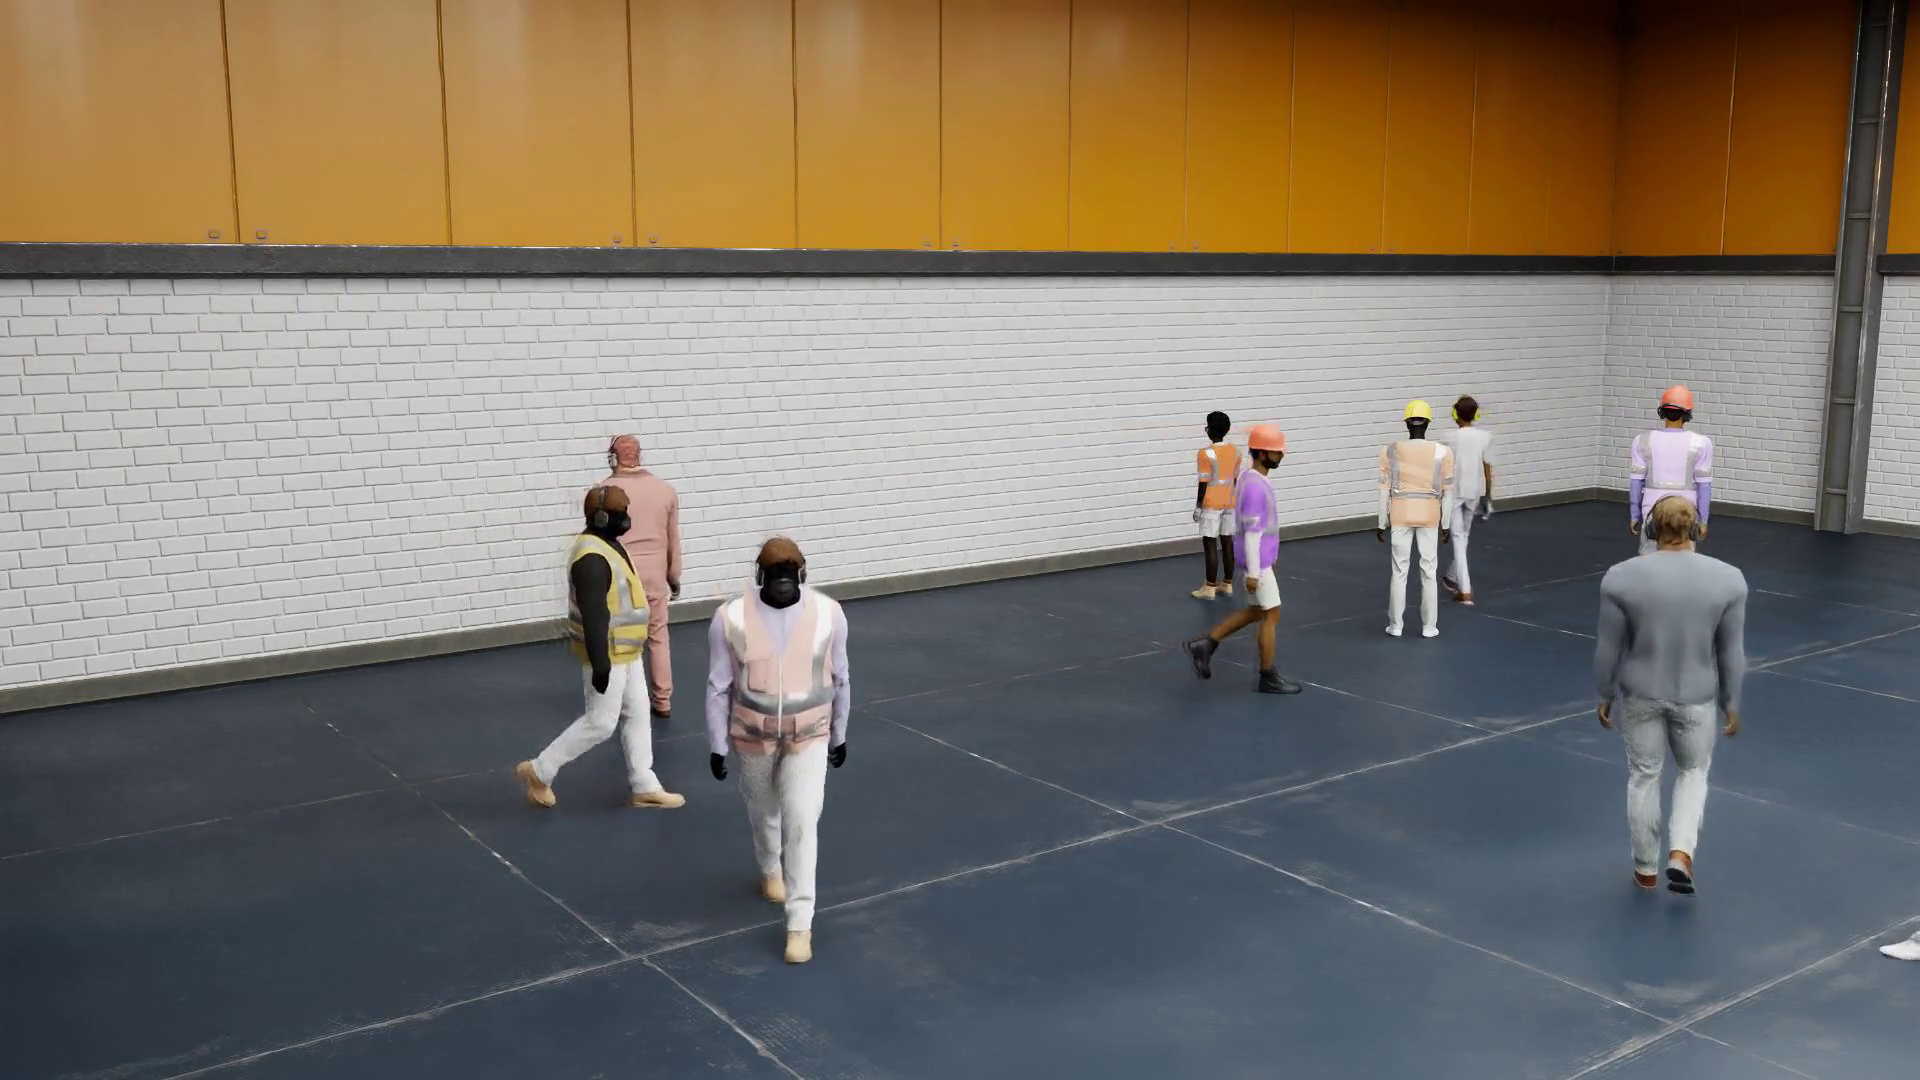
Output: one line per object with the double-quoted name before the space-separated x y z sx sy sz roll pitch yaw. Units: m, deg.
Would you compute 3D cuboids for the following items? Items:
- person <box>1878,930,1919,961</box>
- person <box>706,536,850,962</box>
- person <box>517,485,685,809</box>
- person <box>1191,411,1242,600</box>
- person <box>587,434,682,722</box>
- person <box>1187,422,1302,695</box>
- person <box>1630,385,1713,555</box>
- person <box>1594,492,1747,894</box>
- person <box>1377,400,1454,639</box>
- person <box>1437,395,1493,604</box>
"person" 4.433 1.027 7.008 0.849 1.599 0.530 2 10 15
"person" -0.809 0.861 7.438 0.635 1.798 0.978 -1 9 -5
"person" -1.959 0.599 8.992 0.817 1.815 0.636 0 9 -1
"person" 2.301 -0.308 14.945 0.535 1.697 0.318 -8 12 -41
"person" -2.148 0.251 10.934 0.666 1.888 0.399 -6 11 -33
"person" 2.004 0.127 11.592 0.723 1.916 0.556 1 9 6
"person" 5.648 -0.206 13.246 0.605 2.044 0.375 5 11 30
"person" 3.298 0.739 7.776 0.652 1.928 0.465 3 10 20
"person" 3.645 -0.160 13.348 0.585 1.918 0.378 2 9 13
"person" 4.455 -0.384 14.991 0.540 1.827 0.931 -1 9 -6
